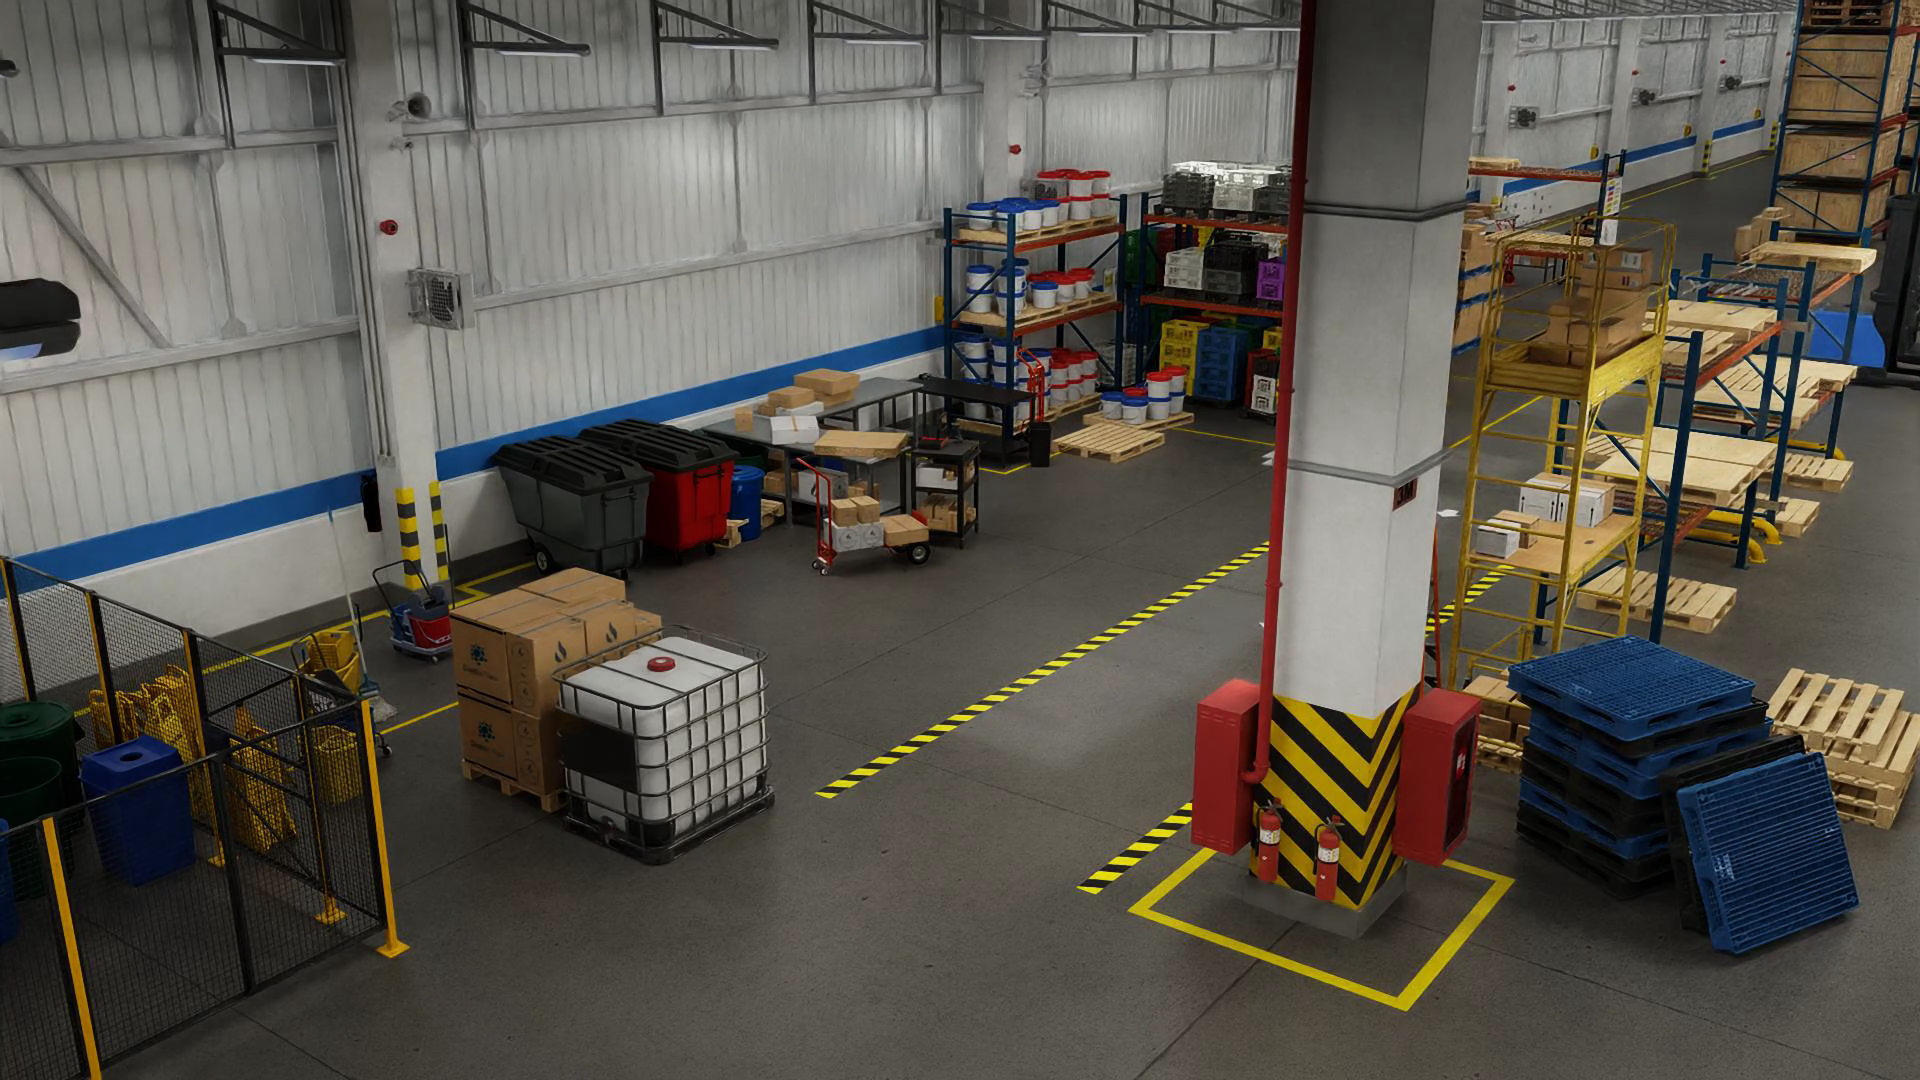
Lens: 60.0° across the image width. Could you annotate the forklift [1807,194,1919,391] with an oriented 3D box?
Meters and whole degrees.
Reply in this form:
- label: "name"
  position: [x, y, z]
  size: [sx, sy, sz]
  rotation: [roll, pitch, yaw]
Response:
- label: "forklift"
  position: [14.147, -3.795, 25.234]
  size: [1.873, 2.768, 1.129]
  rotation: [13, 22, 34]
